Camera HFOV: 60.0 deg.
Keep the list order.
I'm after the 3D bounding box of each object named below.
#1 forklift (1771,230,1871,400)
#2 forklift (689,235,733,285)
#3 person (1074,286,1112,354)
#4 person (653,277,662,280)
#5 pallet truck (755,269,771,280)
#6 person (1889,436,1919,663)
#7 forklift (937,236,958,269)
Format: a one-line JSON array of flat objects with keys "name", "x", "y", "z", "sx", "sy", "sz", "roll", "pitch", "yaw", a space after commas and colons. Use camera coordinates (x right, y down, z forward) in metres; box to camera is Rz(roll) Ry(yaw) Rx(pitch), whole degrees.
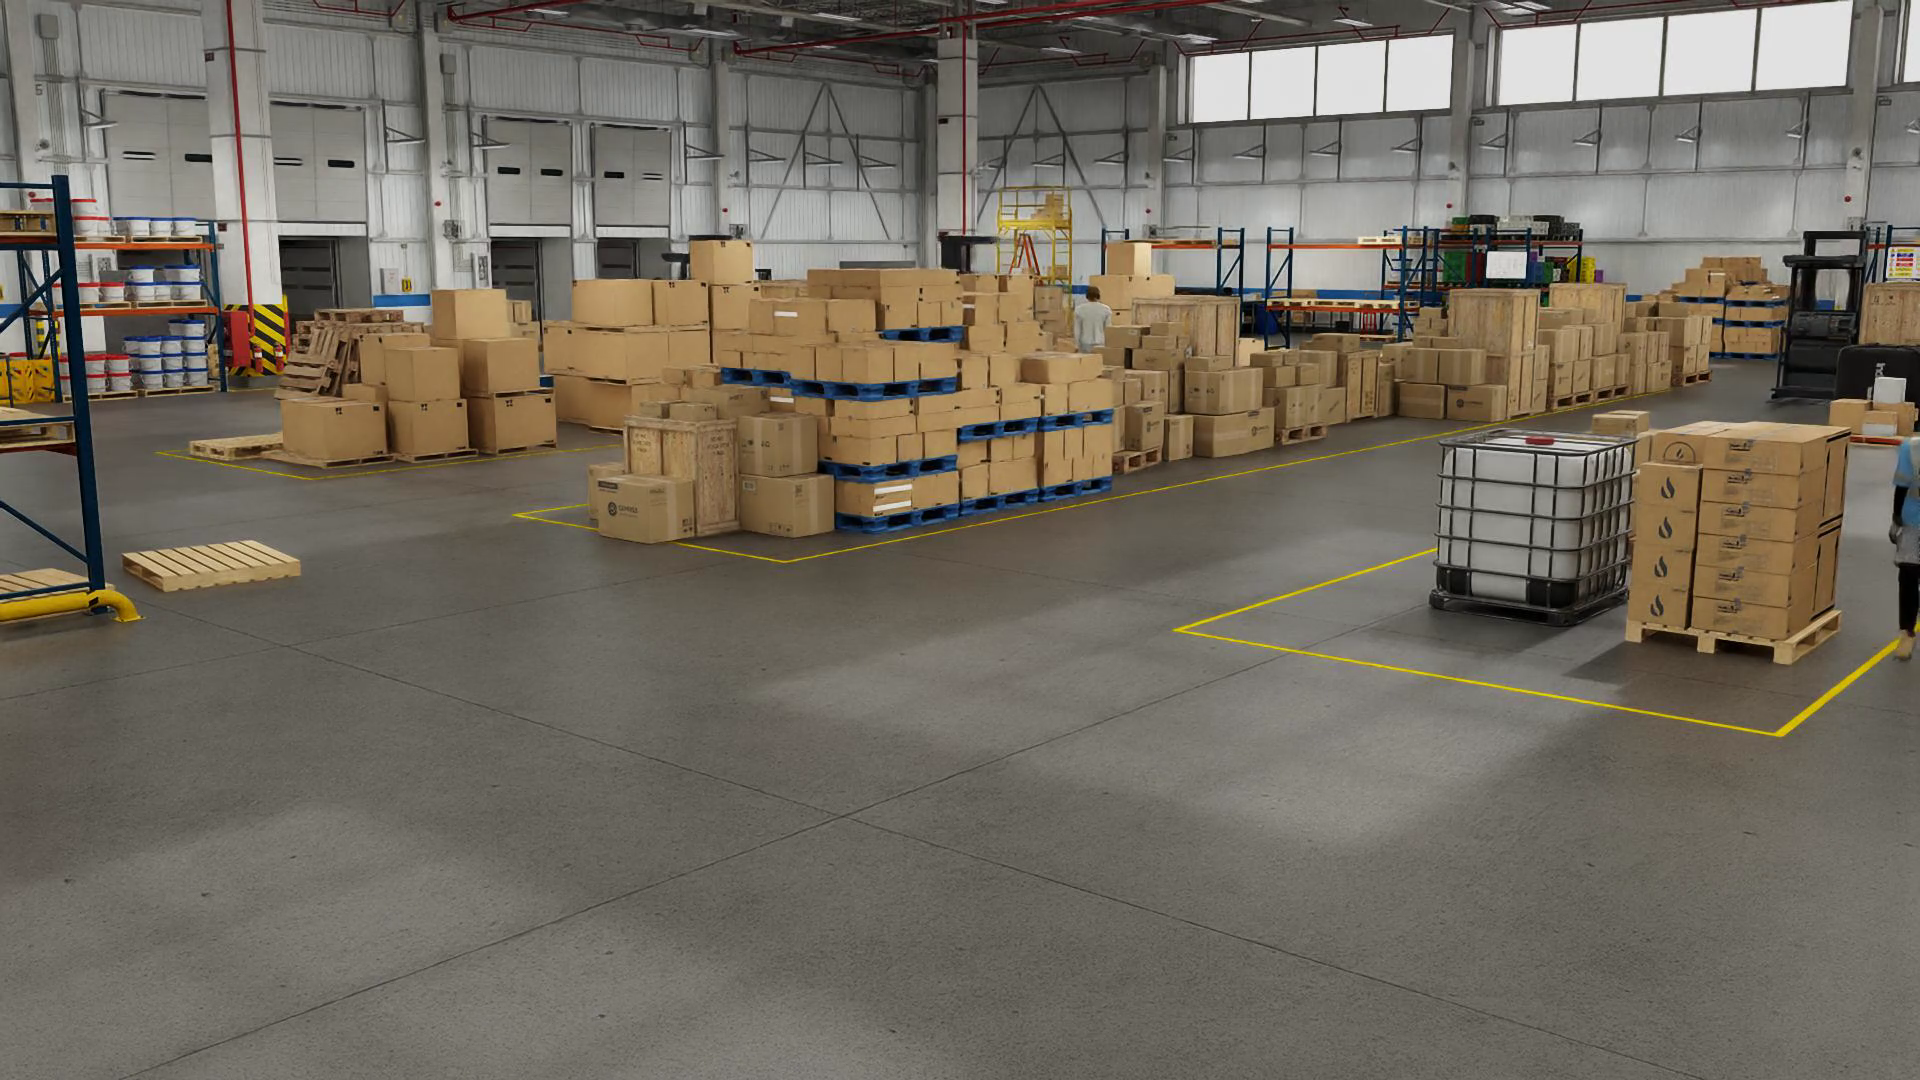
[{"name": "forklift", "x": 14.339, "y": -3.693, "z": 27.417, "sx": 1.129, "sy": 2.768, "sz": 1.873, "roll": 8, "pitch": 13, "yaw": 39}, {"name": "forklift", "x": -5.312, "y": -5.156, "z": 35.748, "sx": 1.873, "sy": 2.768, "sz": 1.129, "roll": 9, "pitch": 13, "yaw": 42}, {"name": "person", "x": 2.168, "y": -3.176, "z": 27.159, "sx": 0.631, "sy": 1.939, "sz": 0.372, "roll": 1, "pitch": 10, "yaw": 7}, {"name": "person", "x": -6.519, "y": -4.725, "z": 36.015, "sx": 0.634, "sy": 1.930, "sz": 0.384, "roll": -5, "pitch": 11, "yaw": -26}, {"name": "pallet truck", "x": -4.996, "y": -6.432, "z": 45.525, "sx": 1.885, "sy": 1.965, "sz": 0.823, "roll": -6, "pitch": 12, "yaw": -32}, {"name": "person", "x": 5.955, "y": -0.062, "z": 10.121, "sx": 0.549, "sy": 1.676, "sz": 0.602, "roll": 6, "pitch": 12, "yaw": 32}, {"name": "forklift", "x": -0.233, "y": -5.744, "z": 39.097, "sx": 1.873, "sy": 2.768, "sz": 1.129, "roll": 2, "pitch": 10, "yaw": 12}]
